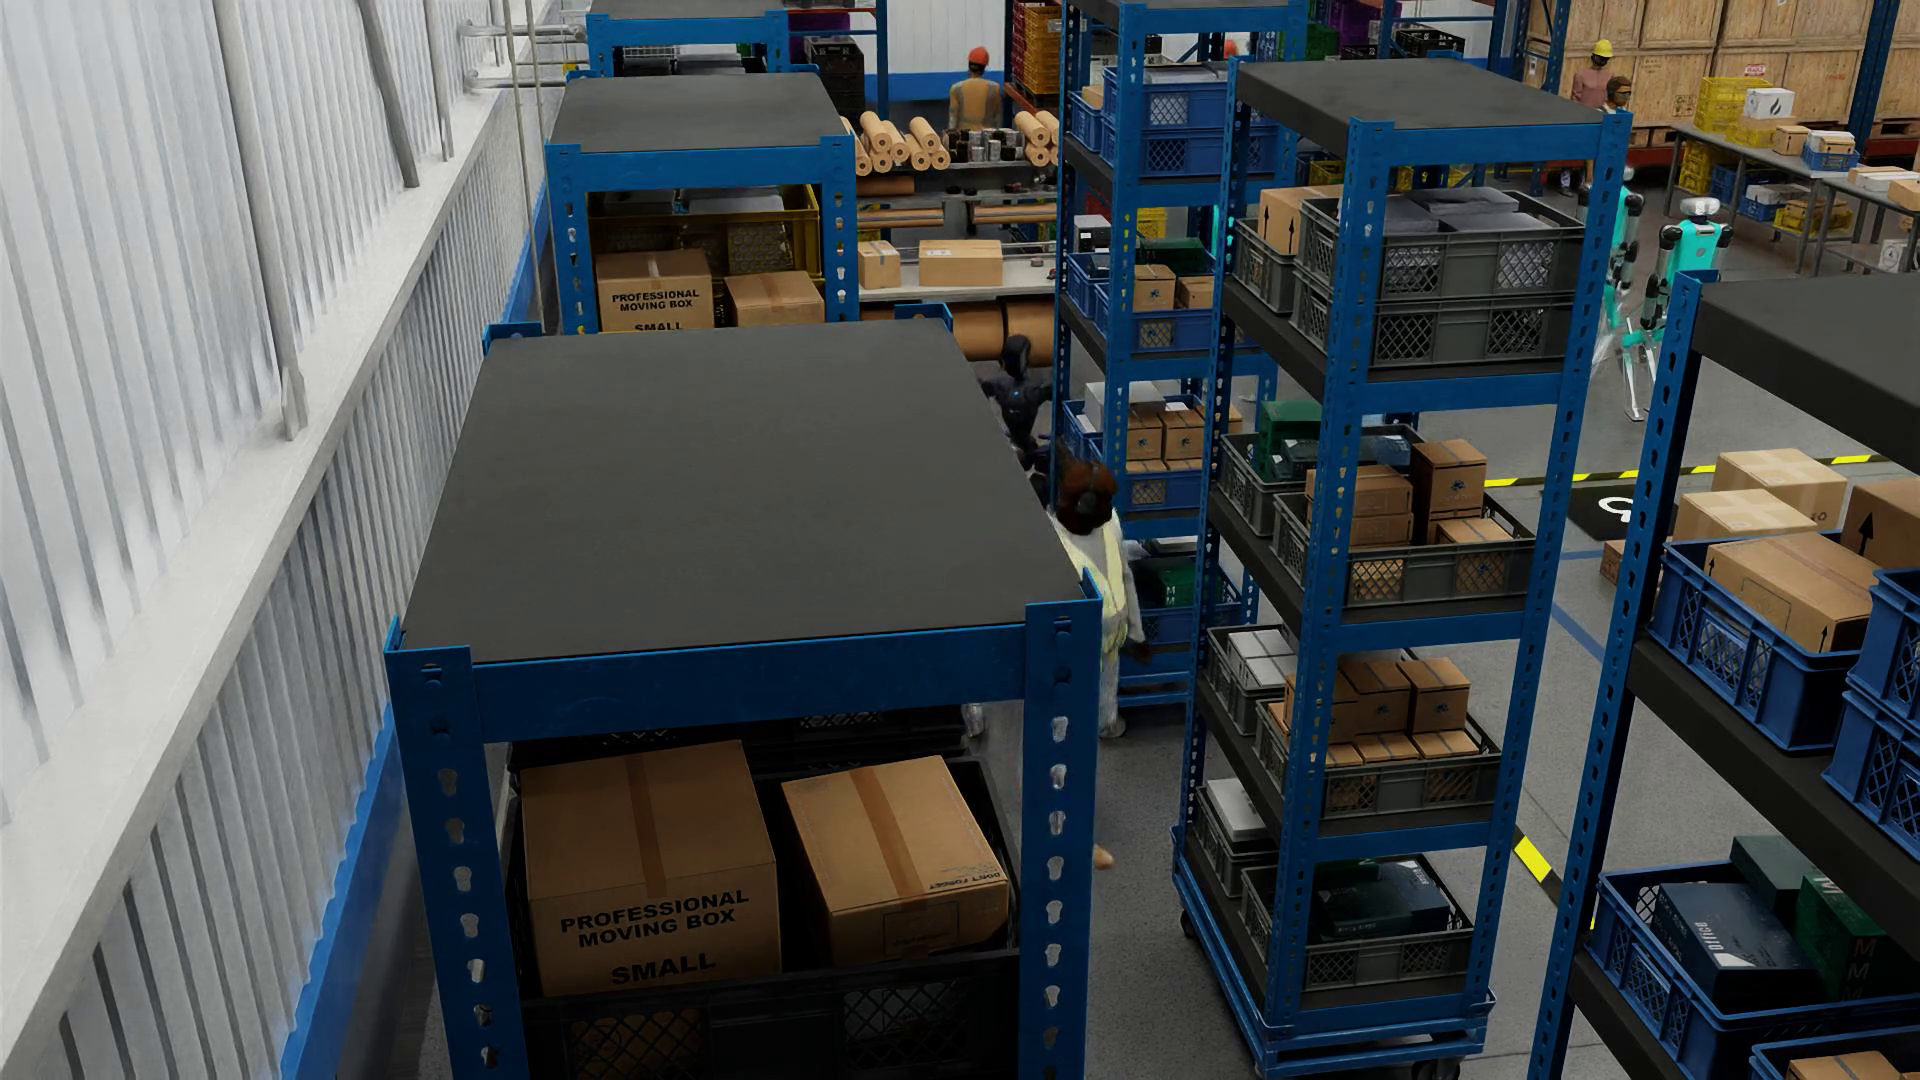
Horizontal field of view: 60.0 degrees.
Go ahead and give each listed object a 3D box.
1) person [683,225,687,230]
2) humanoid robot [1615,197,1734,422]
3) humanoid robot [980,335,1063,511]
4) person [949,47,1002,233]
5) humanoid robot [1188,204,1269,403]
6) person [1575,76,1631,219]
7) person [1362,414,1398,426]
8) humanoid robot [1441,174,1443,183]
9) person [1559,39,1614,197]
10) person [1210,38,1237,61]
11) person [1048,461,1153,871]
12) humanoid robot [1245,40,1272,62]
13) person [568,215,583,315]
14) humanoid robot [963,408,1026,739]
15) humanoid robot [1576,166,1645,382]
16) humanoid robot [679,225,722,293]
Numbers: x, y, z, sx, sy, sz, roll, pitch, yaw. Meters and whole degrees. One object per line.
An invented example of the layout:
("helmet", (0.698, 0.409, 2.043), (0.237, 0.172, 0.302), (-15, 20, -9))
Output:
("person", (-2.559, -4.072, 17.465), (0.843, 1.708, 0.497), (-16, 29, -31))
("humanoid robot", (5.108, -1.714, 12.107), (0.533, 1.677, 0.735), (-4, 25, -9))
("humanoid robot", (0.360, -0.370, 9.455), (0.610, 1.629, 0.753), (6, 25, 13))
("person", (0.165, -4.257, 17.631), (0.542, 1.877, 1.023), (4, 25, 8))
("humanoid robot", (2.144, -1.783, 12.466), (0.550, 1.742, 0.991), (-22, 33, -40))
("person", (6.268, -3.601, 16.257), (0.506, 1.837, 0.335), (-19, 31, -35))
("person", (1.902, 0.229, 7.907), (0.399, 1.852, 0.589), (-4, 25, -9))
("humanoid robot", (5.138, -4.374, 18.176), (0.833, 1.870, 0.547), (7, 26, 14))
("person", (7.168, -4.796, 18.944), (0.522, 1.761, 0.337), (-6, 25, -12))
("person", (2.642, -4.110, 17.117), (0.385, 2.040, 0.609), (-5, 25, -10))
("person", (0.524, 0.500, 7.374), (0.646, 1.803, 0.618), (18, 30, 34))
("humanoid robot", (3.201, -4.940, 19.276), (1.029, 1.727, 0.536), (19, 31, 36))
("person", (-2.700, -1.851, 12.424), (0.513, 1.857, 0.335), (-16, 29, -31))
("humanoid robot", (0.038, 0.077, 8.442), (0.530, 1.801, 0.898), (-1, 25, -2))
("humanoid robot", (5.125, -2.114, 13.126), (0.978, 1.734, 0.540), (-20, 32, -37))
("humanoid robot", (-2.151, -2.529, 14.112), (0.592, 1.647, 0.410), (-7, 26, -15))
